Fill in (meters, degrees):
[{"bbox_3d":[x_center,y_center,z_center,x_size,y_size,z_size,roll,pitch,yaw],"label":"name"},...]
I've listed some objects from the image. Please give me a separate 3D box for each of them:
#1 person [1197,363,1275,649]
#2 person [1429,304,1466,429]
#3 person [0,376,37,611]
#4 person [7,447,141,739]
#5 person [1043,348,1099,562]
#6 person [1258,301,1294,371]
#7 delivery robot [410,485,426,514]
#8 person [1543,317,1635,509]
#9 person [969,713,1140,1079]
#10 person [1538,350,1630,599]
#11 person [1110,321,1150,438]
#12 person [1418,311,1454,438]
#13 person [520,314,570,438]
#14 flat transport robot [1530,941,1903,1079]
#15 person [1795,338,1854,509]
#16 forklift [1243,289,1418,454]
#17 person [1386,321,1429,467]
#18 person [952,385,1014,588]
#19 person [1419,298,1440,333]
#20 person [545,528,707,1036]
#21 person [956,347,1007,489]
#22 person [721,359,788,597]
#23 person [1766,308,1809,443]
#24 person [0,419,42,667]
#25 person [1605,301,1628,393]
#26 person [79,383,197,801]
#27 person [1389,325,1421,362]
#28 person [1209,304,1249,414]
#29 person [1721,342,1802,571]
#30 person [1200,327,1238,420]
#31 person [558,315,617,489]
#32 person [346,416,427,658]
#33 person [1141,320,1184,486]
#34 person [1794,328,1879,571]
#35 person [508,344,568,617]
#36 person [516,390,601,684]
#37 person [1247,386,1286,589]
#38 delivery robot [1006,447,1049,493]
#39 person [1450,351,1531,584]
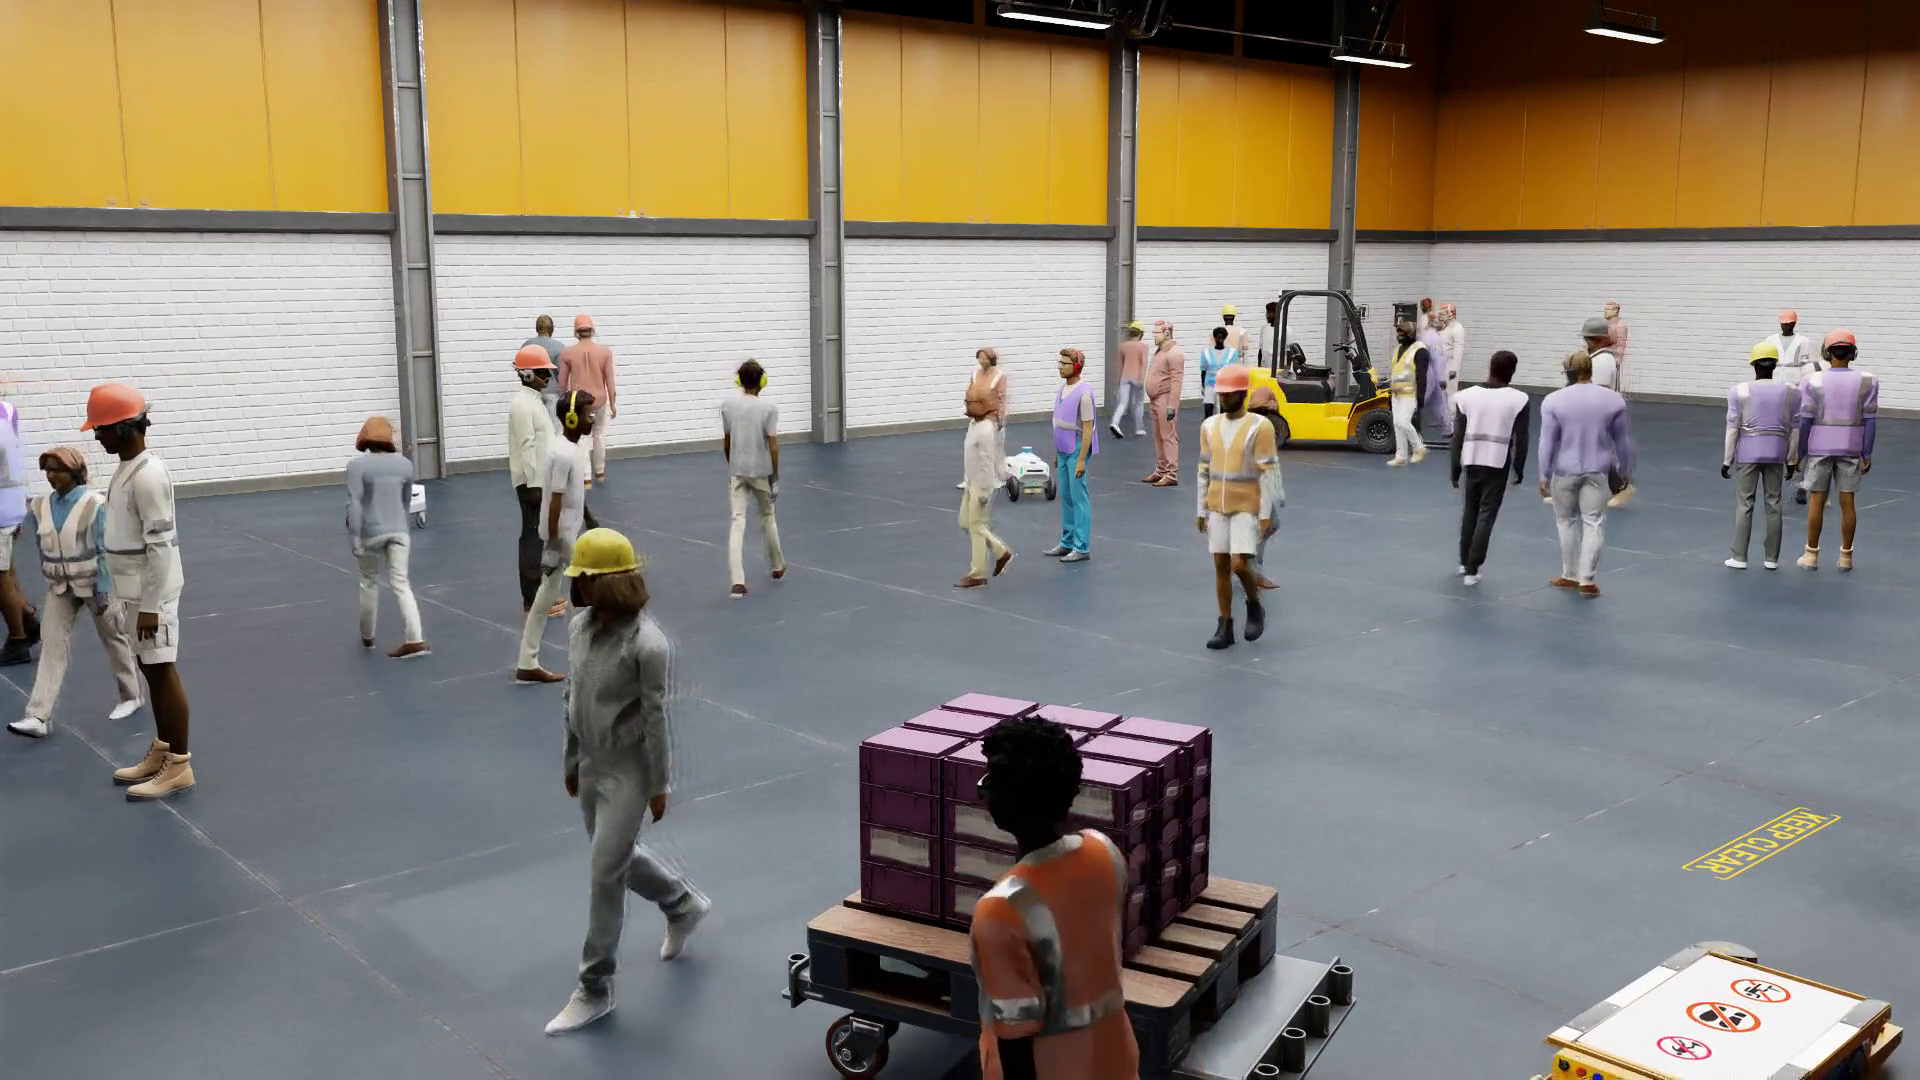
[{"bbox_3d":[1.832,-0.221,11.163,0.563,1.928,0.423,8,13,39],"label":"person"},{"bbox_3d":[7.432,-2.637,25.389,0.405,1.903,0.636,-1,10,-4],"label":"person"},{"bbox_3d":[-7.061,-0.389,12.118,0.359,1.938,0.547,5,11,26],"label":"person"},{"bbox_3d":[-4.895,0.285,9.183,0.536,1.590,0.886,1,10,8],"label":"person"},{"bbox_3d":[0.986,-0.738,14.419,0.390,1.850,0.564,-4,10,-21],"label":"person"},{"bbox_3d":[4.697,-2.586,24.901,0.362,1.962,0.614,-9,13,-42],"label":"person"},{"bbox_3d":[-5.435,-0.387,15.873,0.477,0.478,0.707,3,10,19],"label":"delivery robot"},{"bbox_3d":[6.625,-1.340,17.383,0.836,2.000,0.696,3,10,17],"label":"person"},{"bbox_3d":[0.252,1.199,3.644,0.876,1.654,0.519,8,13,40],"label":"person"},{"bbox_3d":[4.843,-0.507,12.906,0.728,1.917,0.505,1,10,8],"label":"person"},{"bbox_3d":[2.457,-2.333,24.208,0.532,1.709,0.880,6,11,32],"label":"person"},{"bbox_3d":[6.813,-2.372,23.979,1.017,1.852,0.663,1,10,7],"label":"person"},{"bbox_3d":[-4.979,-1.744,20.049,0.636,1.937,0.358,3,10,19],"label":"person"},{"bbox_3d":[2.370,1.619,5.237,1.431,0.197,0.652,-9,13,-42],"label":"flat transport robot"},{"bbox_3d":[8.957,-1.216,17.262,0.531,1.832,0.470,9,13,43],"label":"person"},{"bbox_3d":[5.034,-2.339,22.783,2.313,2.155,1.214,3,10,16],"label":"forklift"},{"bbox_3d":[5.568,-1.814,20.783,0.443,1.826,0.651,-3,10,-18],"label":"person"},{"bbox_3d":[0.172,-0.423,13.214,0.435,1.621,0.514,-2,10,-9],"label":"person"},{"bbox_3d":[8.837,-3.643,31.494,0.694,1.815,0.947,-9,13,-43],"label":"person"},{"bbox_3d":[-1.183,0.790,5.867,0.496,1.718,0.796,8,13,40],"label":"person"},{"bbox_3d":[0.272,-1.344,18.651,0.536,1.606,0.773,7,12,34],"label":"person"},{"bbox_3d":[-1.626,-0.504,13.115,0.492,1.828,0.989,2,10,9],"label":"person"},{"bbox_3d":[11.084,-2.142,22.384,0.551,1.934,0.373,6,12,33],"label":"person"},{"bbox_3d":[-6.234,-0.133,10.691,0.440,1.912,0.656,-3,10,-15],"label":"person"},{"bbox_3d":[10.397,-2.864,26.684,0.409,1.913,0.645,-1,10,-8],"label":"person"},{"bbox_3d":[-3.997,0.251,8.096,0.392,2.033,0.605,-6,12,-33],"label":"person"},{"bbox_3d":[8.096,-3.376,30.262,0.549,1.712,0.923,3,10,16],"label":"person"},{"bbox_3d":[3.968,-2.524,24.654,0.592,1.923,0.381,0,10,-2],"label":"person"},{"bbox_3d":[6.715,-0.697,13.976,0.585,1.918,0.380,2,10,10],"label":"person"},{"bbox_3d":[3.560,-2.090,22.877,0.537,1.656,0.809,2,10,9],"label":"person"},{"bbox_3d":[-4.304,-1.603,19.170,0.646,1.950,0.916,-3,10,-16],"label":"person"},{"bbox_3d":[-3.819,-0.022,11.020,0.519,1.576,0.724,-9,13,-42],"label":"person"},{"bbox_3d":[2.326,-1.572,19.139,0.408,1.905,0.653,-2,10,-13],"label":"person"},{"bbox_3d":[7.327,-0.751,13.958,0.605,2.034,0.392,3,10,17],"label":"person"},{"bbox_3d":[-3.115,-0.435,12.222,0.375,1.995,0.611,-1,10,-8],"label":"person"},{"bbox_3d":[-2.333,-0.009,10.239,0.938,1.820,0.520,-3,10,-18],"label":"person"},{"bbox_3d":[2.408,-0.405,13.168,0.343,1.626,0.549,1,10,4],"label":"person"},{"bbox_3d":[0.729,-0.770,18.097,0.477,0.478,0.707,-1,9,-12],"label":"delivery robot"},{"bbox_3d":[4.345,-0.600,13.541,0.589,1.869,0.866,7,12,35],"label":"person"}]
